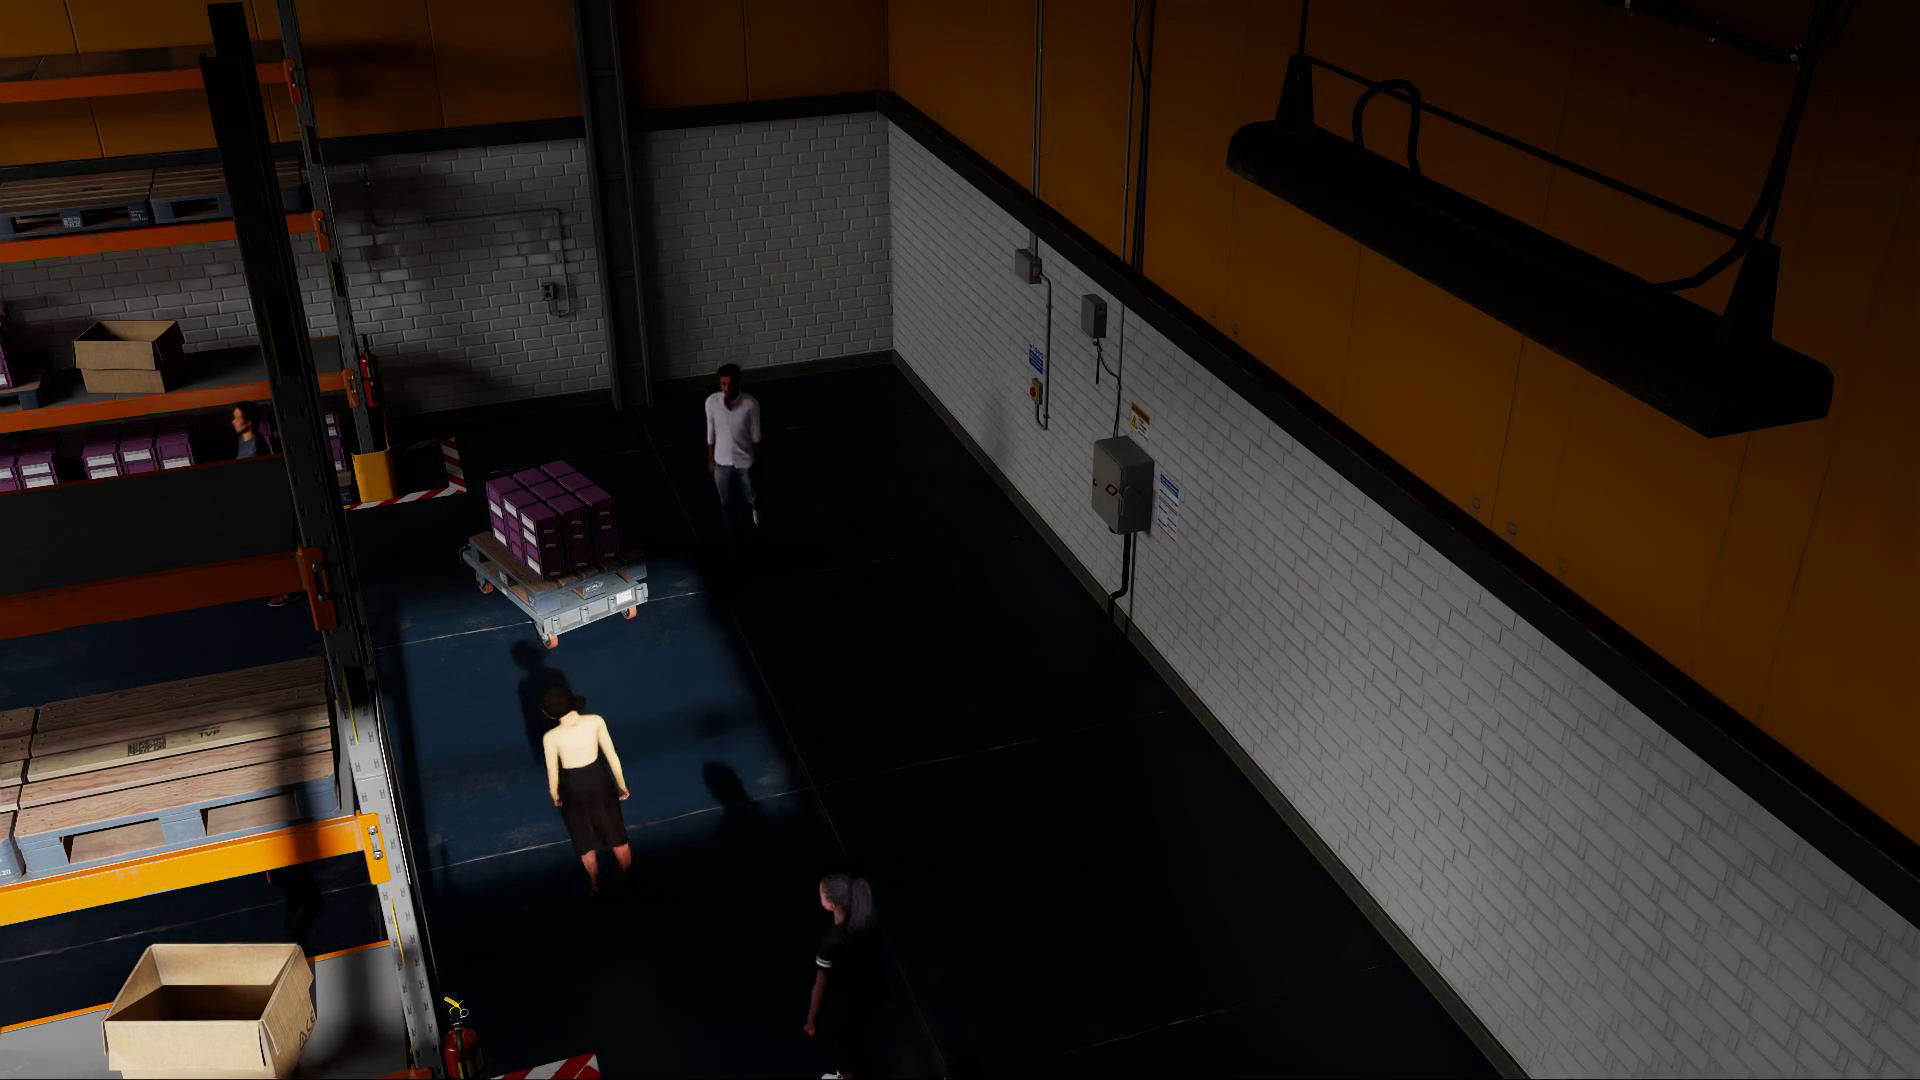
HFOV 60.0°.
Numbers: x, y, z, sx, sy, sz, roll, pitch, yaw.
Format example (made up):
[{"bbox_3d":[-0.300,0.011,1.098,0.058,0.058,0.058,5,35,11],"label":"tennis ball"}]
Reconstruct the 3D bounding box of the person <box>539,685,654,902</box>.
[{"bbox_3d":[-2.295,1.614,10.477,0.474,1.627,0.777,-6,29,-10],"label":"person"}]

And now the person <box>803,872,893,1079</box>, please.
[{"bbox_3d":[-0.493,2.483,8.788,0.882,1.718,0.827,16,33,27],"label":"person"}]

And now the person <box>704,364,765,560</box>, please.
[{"bbox_3d":[-1.963,-0.754,14.641,1.010,1.796,0.927,1,29,2],"label":"person"}]

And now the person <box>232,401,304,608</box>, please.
[{"bbox_3d":[-5.780,-0.320,13.831,0.604,1.811,0.686,-16,32,-27],"label":"person"}]
